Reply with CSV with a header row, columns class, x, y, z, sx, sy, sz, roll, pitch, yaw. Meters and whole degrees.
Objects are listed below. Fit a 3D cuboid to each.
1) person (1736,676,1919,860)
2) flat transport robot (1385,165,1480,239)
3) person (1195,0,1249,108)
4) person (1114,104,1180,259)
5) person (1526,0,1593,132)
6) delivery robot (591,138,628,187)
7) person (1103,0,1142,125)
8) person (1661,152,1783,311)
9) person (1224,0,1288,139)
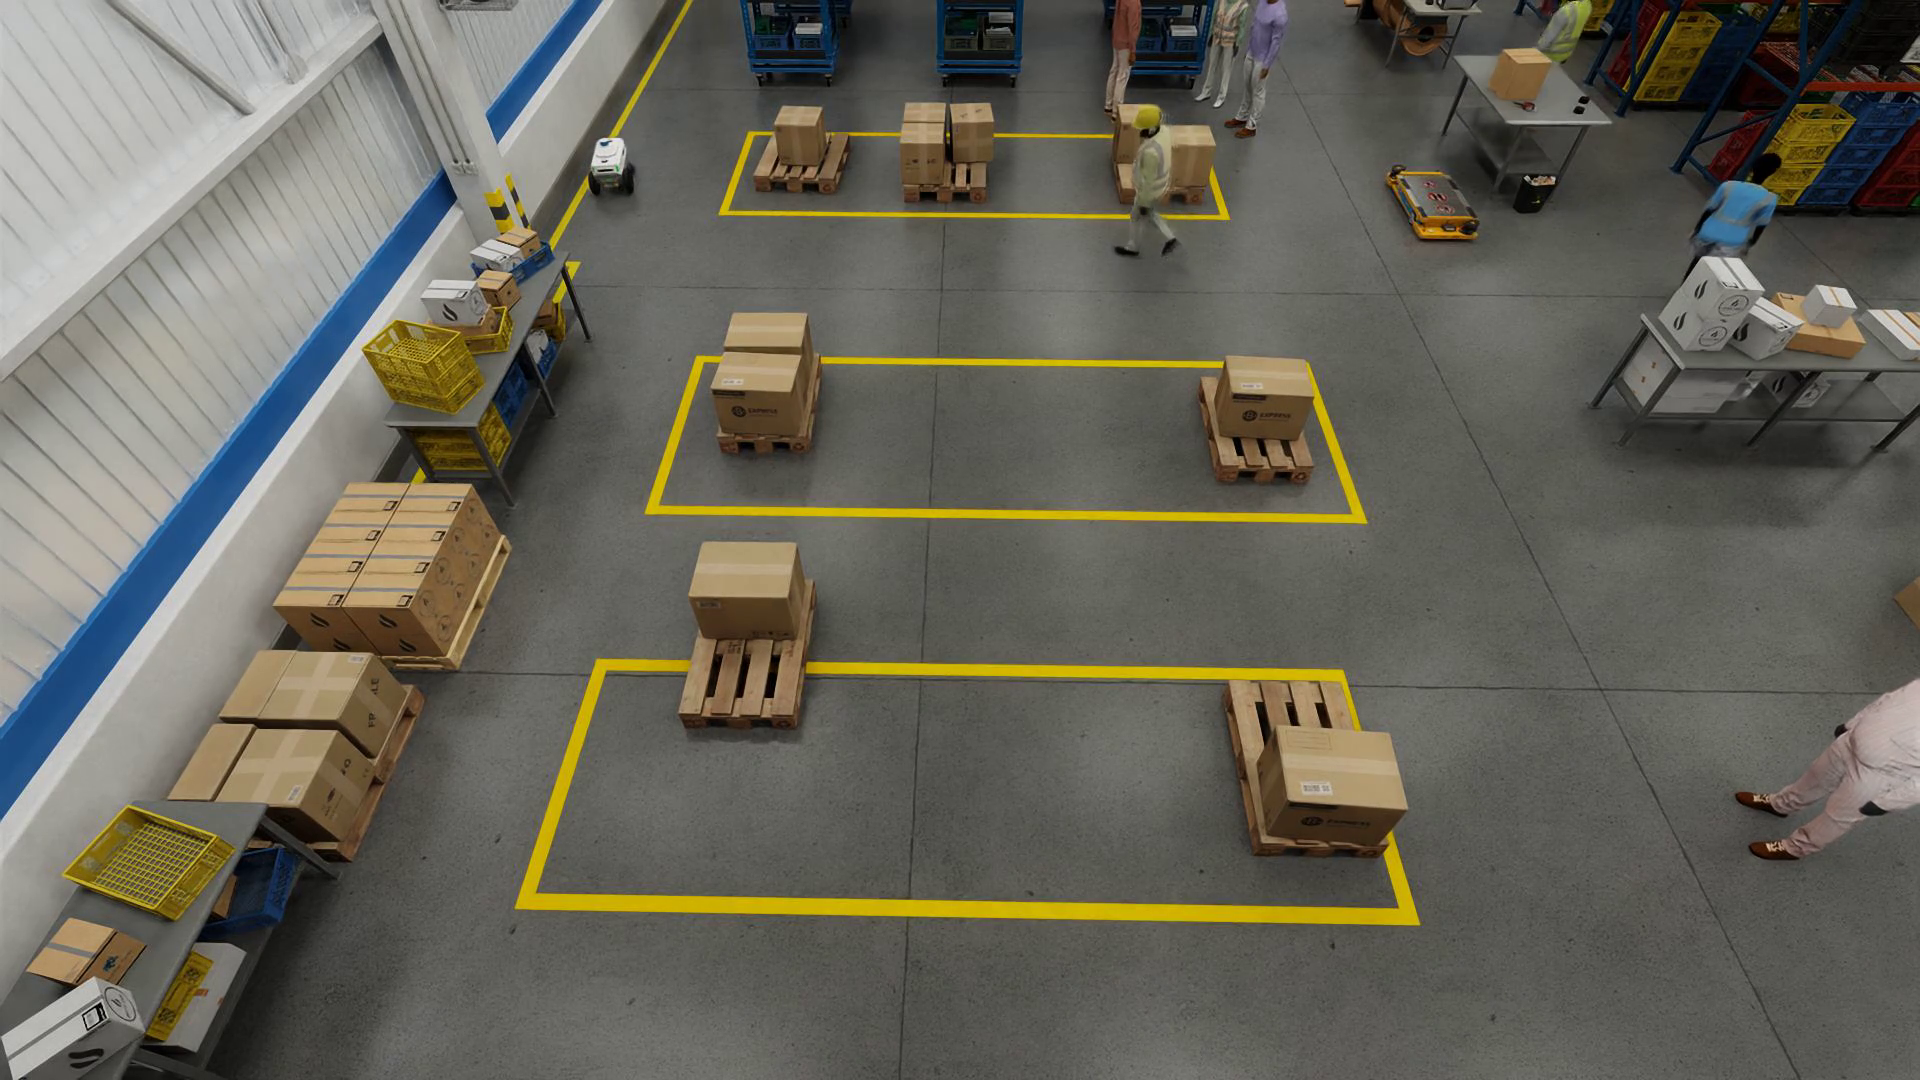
class,x,y,z,sx,sy,sz,roll,pitch,yaw
person,5.312,1.285,5.336,0.403,1.899,0.644,12,50,10
flat transport robot,5.692,-4.094,11.059,0.652,0.197,1.431,1,49,1
person,3.604,-6.780,12.483,0.314,1.641,0.515,-34,57,-26
person,2.075,-3.755,9.769,0.631,1.784,0.649,20,52,17
person,7.719,-6.448,12.101,0.681,1.799,0.788,-28,55,-22
delivery robot,-4.350,-4.722,11.356,0.477,0.478,0.707,-6,49,-6
person,2.183,-6.532,12.037,0.381,1.993,0.622,-10,50,-8
person,7.679,-3.056,9.243,0.818,1.665,0.552,-28,55,-22
person,3.852,-6.211,11.797,0.370,1.940,0.630,-11,50,-9
